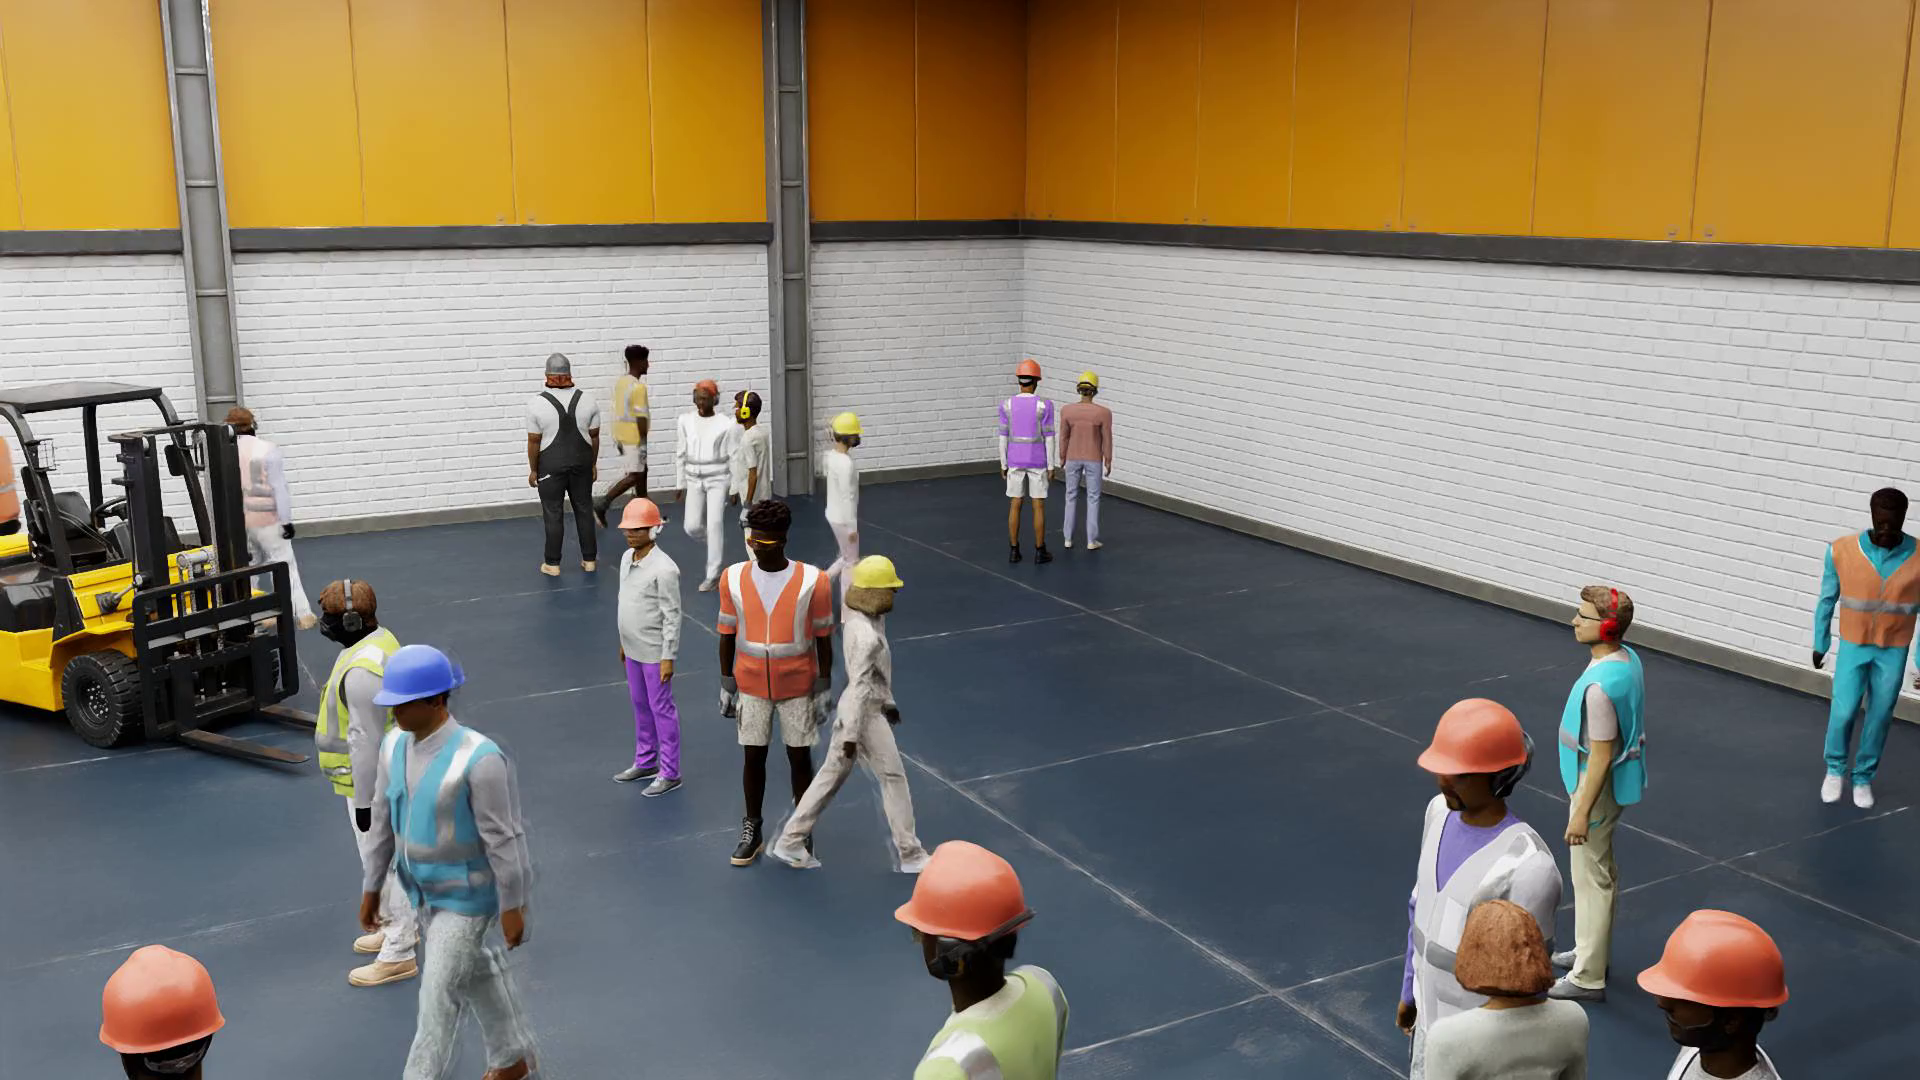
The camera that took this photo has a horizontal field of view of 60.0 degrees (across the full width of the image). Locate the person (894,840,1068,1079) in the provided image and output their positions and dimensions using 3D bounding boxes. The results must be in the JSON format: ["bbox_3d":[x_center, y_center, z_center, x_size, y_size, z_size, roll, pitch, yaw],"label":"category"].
[{"bbox_3d":[0.025,1.698,3.996,0.390,2.041,0.614,6,13,24],"label":"person"}]

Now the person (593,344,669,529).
[{"bbox_3d":[-3.459,-1.056,17.175,0.840,1.940,0.612,-7,14,-29],"label":"person"}]

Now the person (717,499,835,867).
[{"bbox_3d":[-0.960,0.745,8.648,0.614,1.962,0.362,1,12,6],"label":"person"}]

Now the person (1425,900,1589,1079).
[{"bbox_3d":[1.477,1.782,4.597,0.504,1.628,0.280,-3,13,-15],"label":"person"}]

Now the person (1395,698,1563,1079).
[{"bbox_3d":[1.534,1.463,5.098,0.372,2.044,0.608,-4,13,-17],"label":"person"}]

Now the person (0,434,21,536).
[{"bbox_3d":[-7.681,-0.192,13.183,0.473,1.910,0.621,0,12,-1],"label":"person"}]

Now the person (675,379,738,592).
[{"bbox_3d":[-2.210,-0.500,14.706,0.598,1.869,0.544,4,13,16],"label":"person"}]

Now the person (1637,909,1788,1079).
[{"bbox_3d":[1.703,1.778,3.872,0.358,1.936,0.552,1,12,7],"label":"person"}]

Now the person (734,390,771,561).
[{"bbox_3d":[-1.732,-0.309,13.813,0.313,1.869,0.538,1,12,7],"label":"person"}]

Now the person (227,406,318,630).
[{"bbox_3d":[-5.607,-0.161,13.275,0.704,1.822,0.483,3,12,12],"label":"person"}]

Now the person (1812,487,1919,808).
[{"bbox_3d":[5.188,0.617,9.443,0.597,1.889,0.515,5,13,22],"label":"person"}]

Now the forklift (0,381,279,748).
[{"bbox_3d":[-5.853,0.085,11.199,2.313,2.155,1.214,7,14,28],"label":"forklift"}]

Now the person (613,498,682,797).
[{"bbox_3d":[-1.842,0.615,9.745,0.319,1.755,0.572,-10,16,-40],"label":"person"}]

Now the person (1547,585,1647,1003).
[{"bbox_3d":[2.778,1.102,7.245,0.384,1.849,0.569,6,14,27],"label":"person"}]

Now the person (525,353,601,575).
[{"bbox_3d":[-3.657,-0.703,15.257,0.678,2.000,0.537,-7,14,-29],"label":"person"}]

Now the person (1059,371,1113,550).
[{"bbox_3d":[1.232,-0.772,16.266,0.533,1.754,0.342,3,12,15],"label":"person"}]

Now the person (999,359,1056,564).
[{"bbox_3d":[0.640,-0.732,15.659,0.543,1.928,0.372,4,13,16],"label":"person"}]

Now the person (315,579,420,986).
[{"bbox_3d":[-2.650,1.067,7.467,0.431,1.835,0.623,-3,12,-15],"label":"person"}]

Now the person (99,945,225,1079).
[{"bbox_3d":[-1.689,1.822,3.691,0.387,1.931,0.545,11,16,41],"label":"person"}]

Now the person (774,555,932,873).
[{"bbox_3d":[-0.538,0.905,8.530,0.900,1.700,0.489,-2,12,-12],"label":"person"}]

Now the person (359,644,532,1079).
[{"bbox_3d":[-1.984,1.317,6.103,0.652,1.897,0.969,9,15,36],"label":"person"}]
